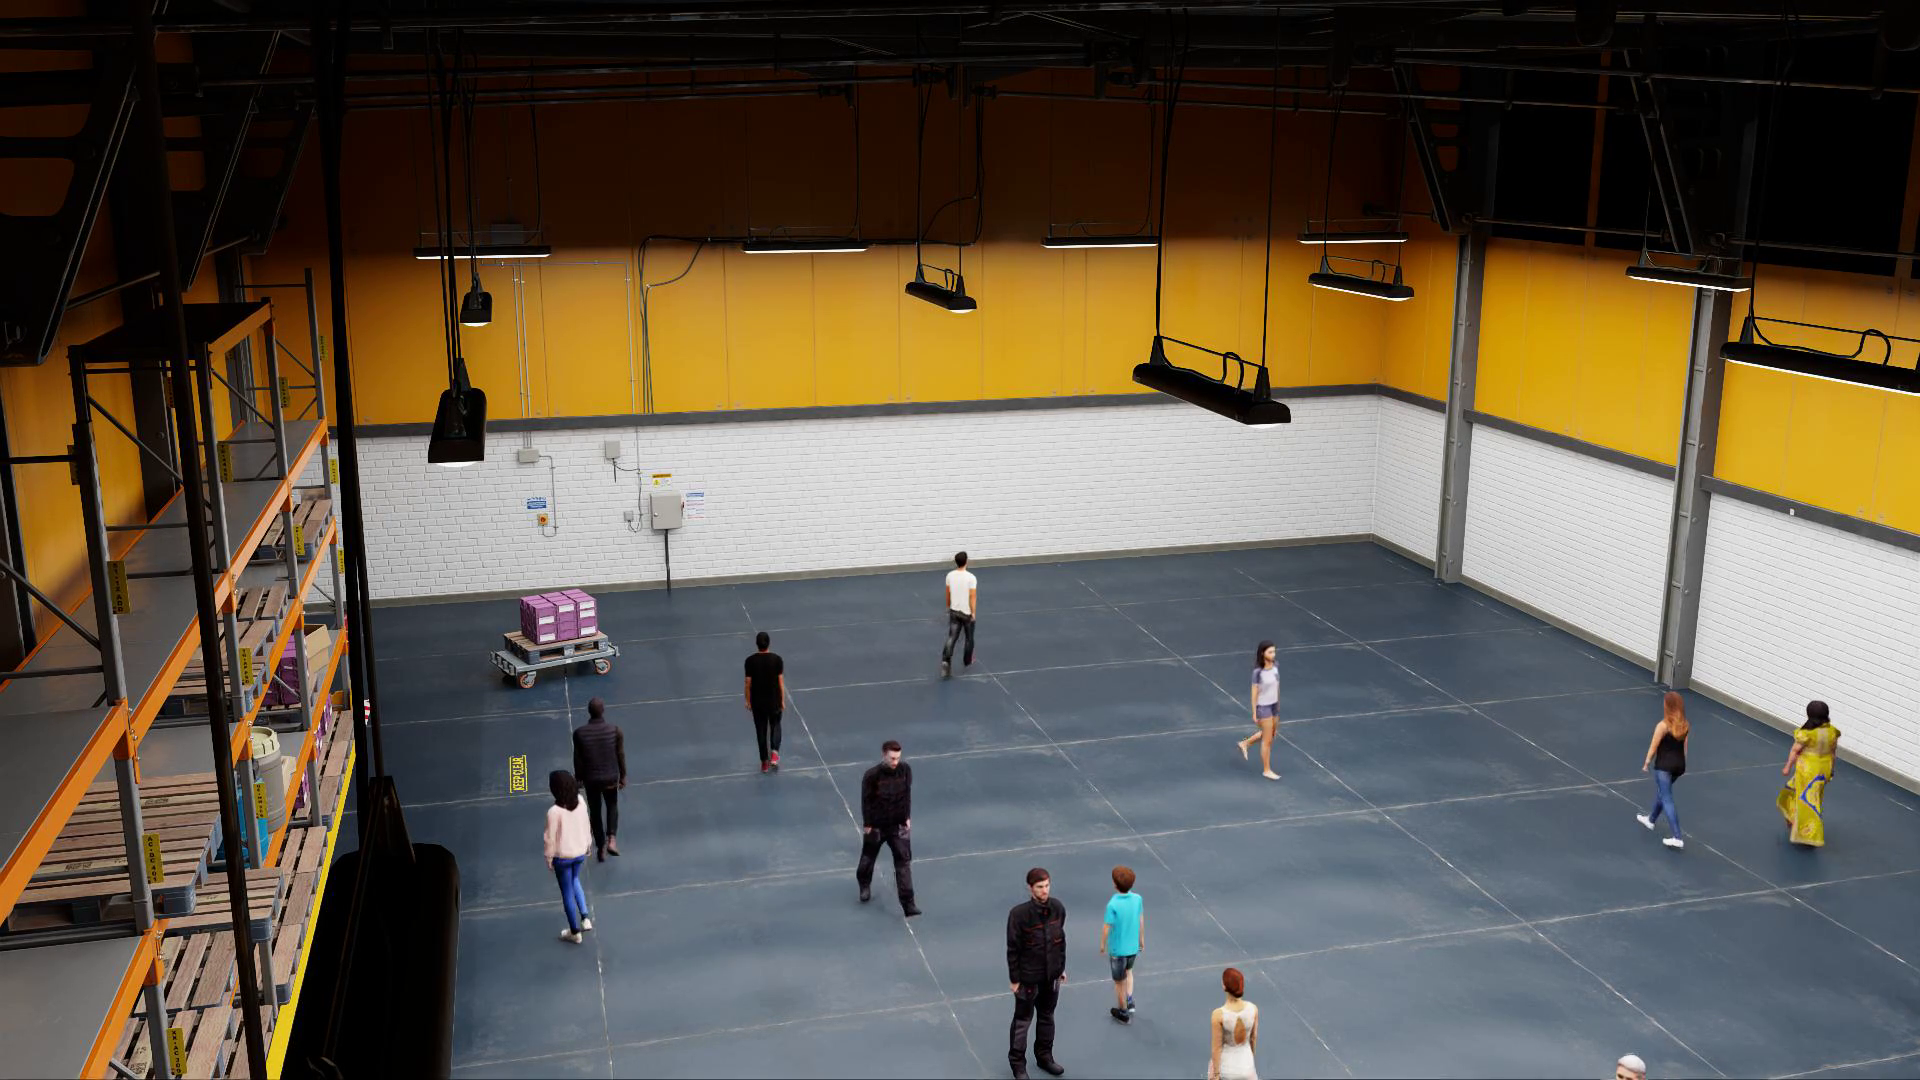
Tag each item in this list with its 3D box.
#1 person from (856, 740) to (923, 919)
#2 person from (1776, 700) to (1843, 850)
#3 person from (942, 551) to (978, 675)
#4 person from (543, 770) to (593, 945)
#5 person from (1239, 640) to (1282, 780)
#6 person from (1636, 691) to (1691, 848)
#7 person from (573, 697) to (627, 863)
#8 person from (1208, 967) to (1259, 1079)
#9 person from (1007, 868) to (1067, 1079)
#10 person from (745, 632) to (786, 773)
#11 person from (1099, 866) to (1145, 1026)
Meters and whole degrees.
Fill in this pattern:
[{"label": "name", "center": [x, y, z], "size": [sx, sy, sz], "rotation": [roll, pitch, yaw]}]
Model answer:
[{"label": "person", "center": [-0.761, 2.841, 16.673], "size": [0.783, 1.823, 1.270], "rotation": [-4, 14, -18]}, {"label": "person", "center": [9.355, 2.582, 18.146], "size": [0.719, 1.635, 1.102], "rotation": [-4, 14, -16]}, {"label": "person", "center": [-0.024, 1.075, 24.069], "size": [1.062, 1.775, 1.209], "rotation": [5, 15, 20]}, {"label": "person", "center": [-3.687, 3.053, 15.934], "size": [0.844, 1.759, 0.805], "rotation": [11, 18, 39]}, {"label": "person", "center": [3.666, 2.033, 20.240], "size": [0.839, 1.716, 1.013], "rotation": [-11, 18, -39]}, {"label": "person", "center": [7.814, 2.538, 18.218], "size": [0.686, 1.686, 1.082], "rotation": [-6, 15, -22]}, {"label": "person", "center": [-3.838, 2.584, 17.727], "size": [0.700, 1.826, 0.731], "rotation": [-3, 14, -13]}, {"label": "person", "center": [2.075, 3.988, 12.369], "size": [0.561, 1.621, 0.944], "rotation": [-3, 14, -13]}, {"label": "person", "center": [0.628, 3.558, 13.682], "size": [0.778, 1.837, 0.677], "rotation": [-8, 16, -30]}, {"label": "person", "center": [-2.375, 1.997, 20.317], "size": [0.703, 1.749, 0.745], "rotation": [-1, 14, -5]}, {"label": "person", "center": [1.472, 3.555, 14.534], "size": [0.595, 1.444, 0.589], "rotation": [-7, 15, -28]}]
